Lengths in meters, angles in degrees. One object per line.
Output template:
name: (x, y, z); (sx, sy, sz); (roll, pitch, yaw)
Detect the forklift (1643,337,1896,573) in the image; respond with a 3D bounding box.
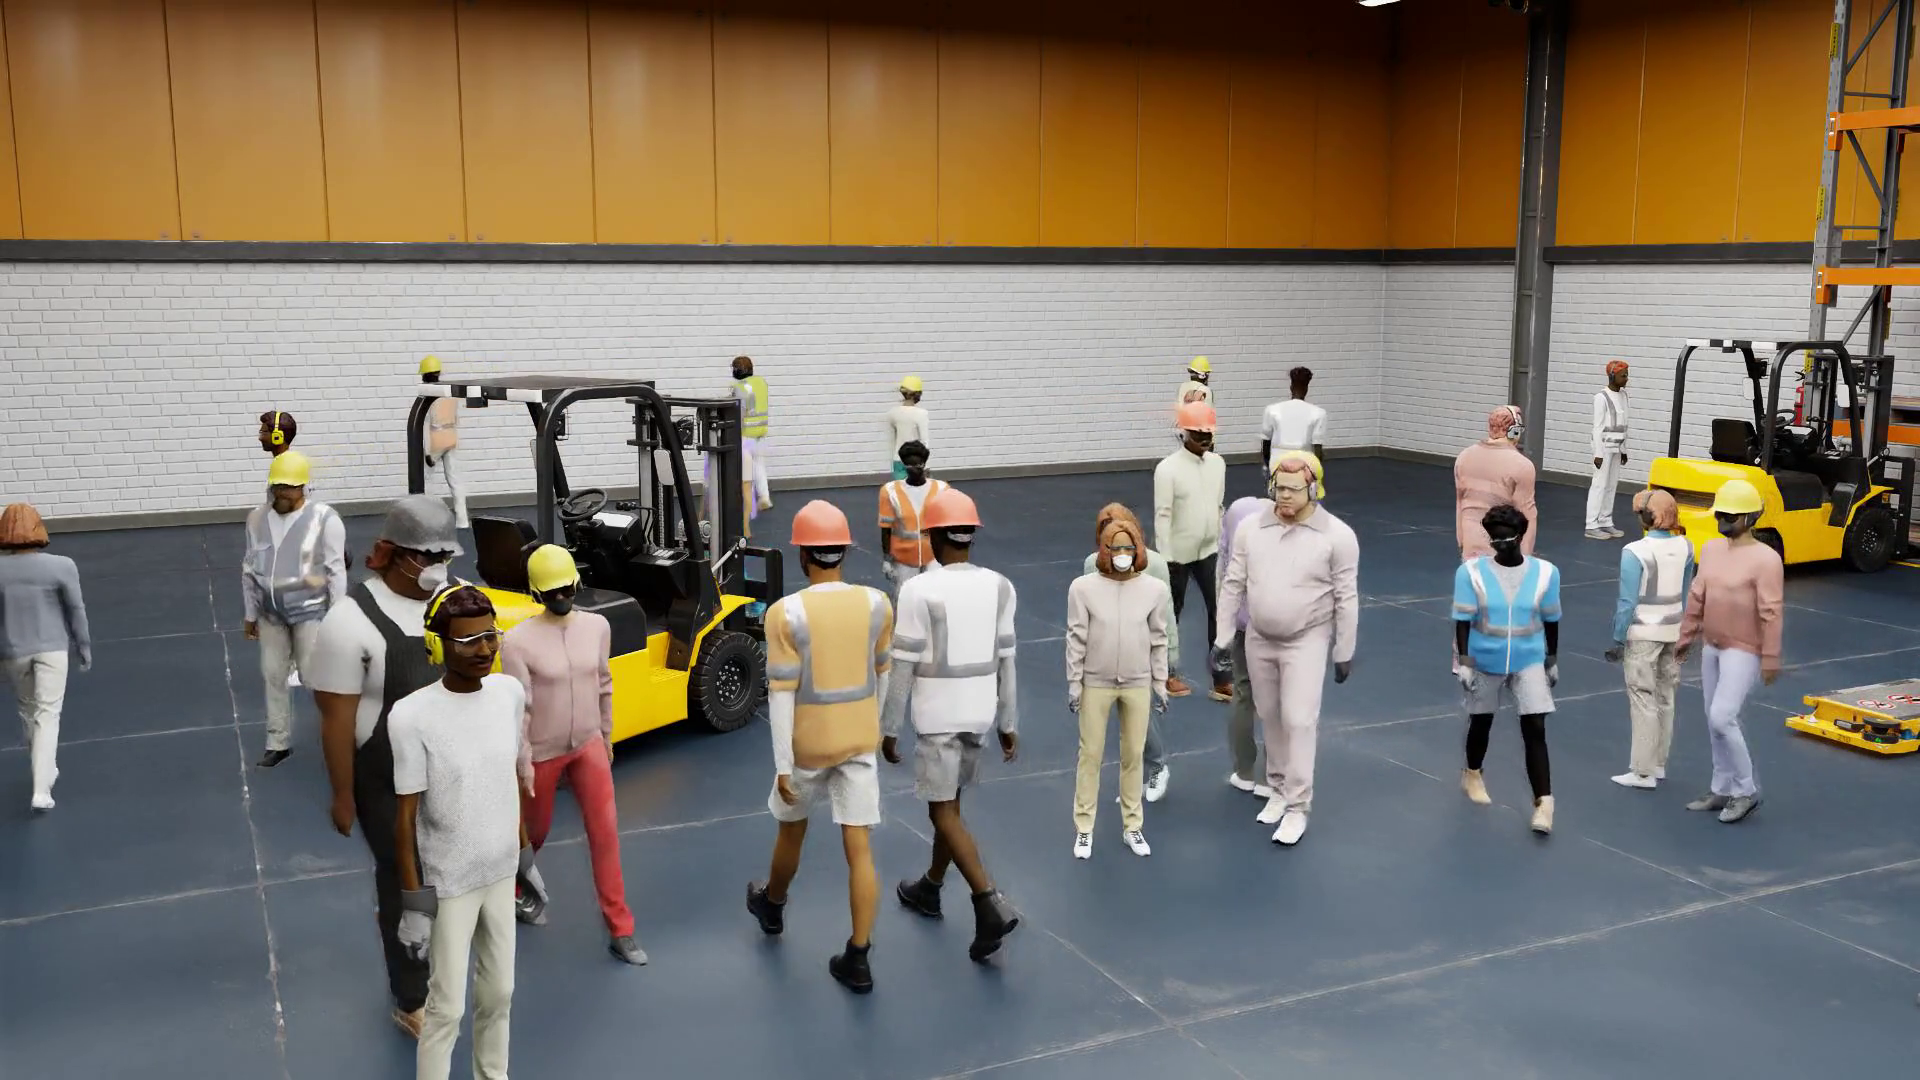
forklift: (7.551, -0.789, 15.507); (2.313, 2.155, 1.214); (-4, 10, -25)

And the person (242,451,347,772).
person: (-3.759, 0.378, 9.476); (0.622, 1.809, 0.619); (2, 9, 10)

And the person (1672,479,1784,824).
person: (3.896, 0.561, 8.490); (0.392, 1.755, 0.540); (-2, 9, -12)

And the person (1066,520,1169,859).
person: (0.751, 0.708, 7.945); (0.498, 1.634, 0.282); (-1, 9, -4)

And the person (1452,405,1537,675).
person: (3.661, 0.032, 11.344); (0.400, 1.902, 0.646); (-6, 11, -32)

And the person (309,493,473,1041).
person: (-2.018, 0.798, 6.134); (0.670, 2.000, 0.696); (7, 11, 37)

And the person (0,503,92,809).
person: (-4.884, 0.602, 8.771); (0.515, 1.596, 0.847); (-3, 10, -17)

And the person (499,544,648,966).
person: (-1.666, 0.844, 6.860); (0.528, 1.720, 0.885); (-8, 12, -42)

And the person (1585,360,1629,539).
person: (6.816, -0.942, 17.470); (0.567, 1.874, 0.350); (-8, 12, -42)

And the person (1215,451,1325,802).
person: (1.616, 0.455, 8.812); (0.685, 1.877, 0.381); (9, 13, 44)

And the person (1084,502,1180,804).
person: (0.880, 0.596, 8.698); (0.532, 1.606, 0.377); (7, 12, 38)

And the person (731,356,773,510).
person: (-2.469, -1.209, 19.394); (0.441, 1.843, 0.654); (4, 10, 25)

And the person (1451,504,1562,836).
person: (2.761, 0.624, 8.441); (0.542, 1.640, 0.807); (2, 9, 10)

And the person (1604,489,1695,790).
person: (3.746, 0.545, 9.050); (0.523, 1.635, 0.468); (-5, 10, -28)

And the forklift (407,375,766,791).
forklift: (-2.268, 0.149, 9.685); (1.214, 2.155, 2.313); (6, 11, 32)

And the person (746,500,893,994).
person: (-0.568, 0.778, 6.703); (0.556, 1.890, 0.989); (-4, 10, -24)

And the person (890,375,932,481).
person: (-0.467, -0.791, 16.852); (0.546, 1.751, 0.450); (7, 12, 38)

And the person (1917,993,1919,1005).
person: (3.888, 0.839, 6.194); (0.631, 1.940, 0.372); (-9, 13, -44)

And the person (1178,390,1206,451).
person: (2.300, -0.670, 16.483); (0.306, 1.639, 0.523); (3, 10, 16)

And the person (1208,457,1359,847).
person: (1.562, 0.539, 8.225); (0.664, 1.882, 0.722); (7, 11, 36)

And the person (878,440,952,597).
person: (-0.288, 0.107, 11.583); (0.575, 1.662, 0.708); (-1, 9, -7)

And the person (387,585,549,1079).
person: (-1.488, 1.050, 5.098); (0.312, 1.869, 0.537); (6, 11, 32)

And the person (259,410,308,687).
person: (-4.549, 0.061, 11.235); (0.328, 1.871, 0.521); (-3, 10, -16)

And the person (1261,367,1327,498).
person: (3.153, -0.685, 15.772); (0.607, 1.916, 1.034); (2, 9, 12)

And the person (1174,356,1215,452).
person: (2.729, -1.197, 19.167); (0.403, 1.827, 0.600); (-6, 11, -32)

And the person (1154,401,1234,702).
person: (1.554, 0.093, 10.721); (0.658, 1.958, 0.872); (-6, 11, -33)

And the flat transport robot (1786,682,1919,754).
flat transport robot: (5.783, 1.046, 10.072); (1.431, 0.197, 0.652); (-4, 10, -25)

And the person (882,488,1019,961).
person: (0.010, 0.750, 6.908); (0.603, 1.900, 0.904); (-6, 11, -32)

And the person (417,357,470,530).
person: (-5.709, -1.045, 18.059); (0.860, 1.884, 0.594); (6, 11, 31)

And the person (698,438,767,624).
person: (-1.807, -0.155, 12.676); (0.532, 1.835, 0.590); (-7, 11, -36)
